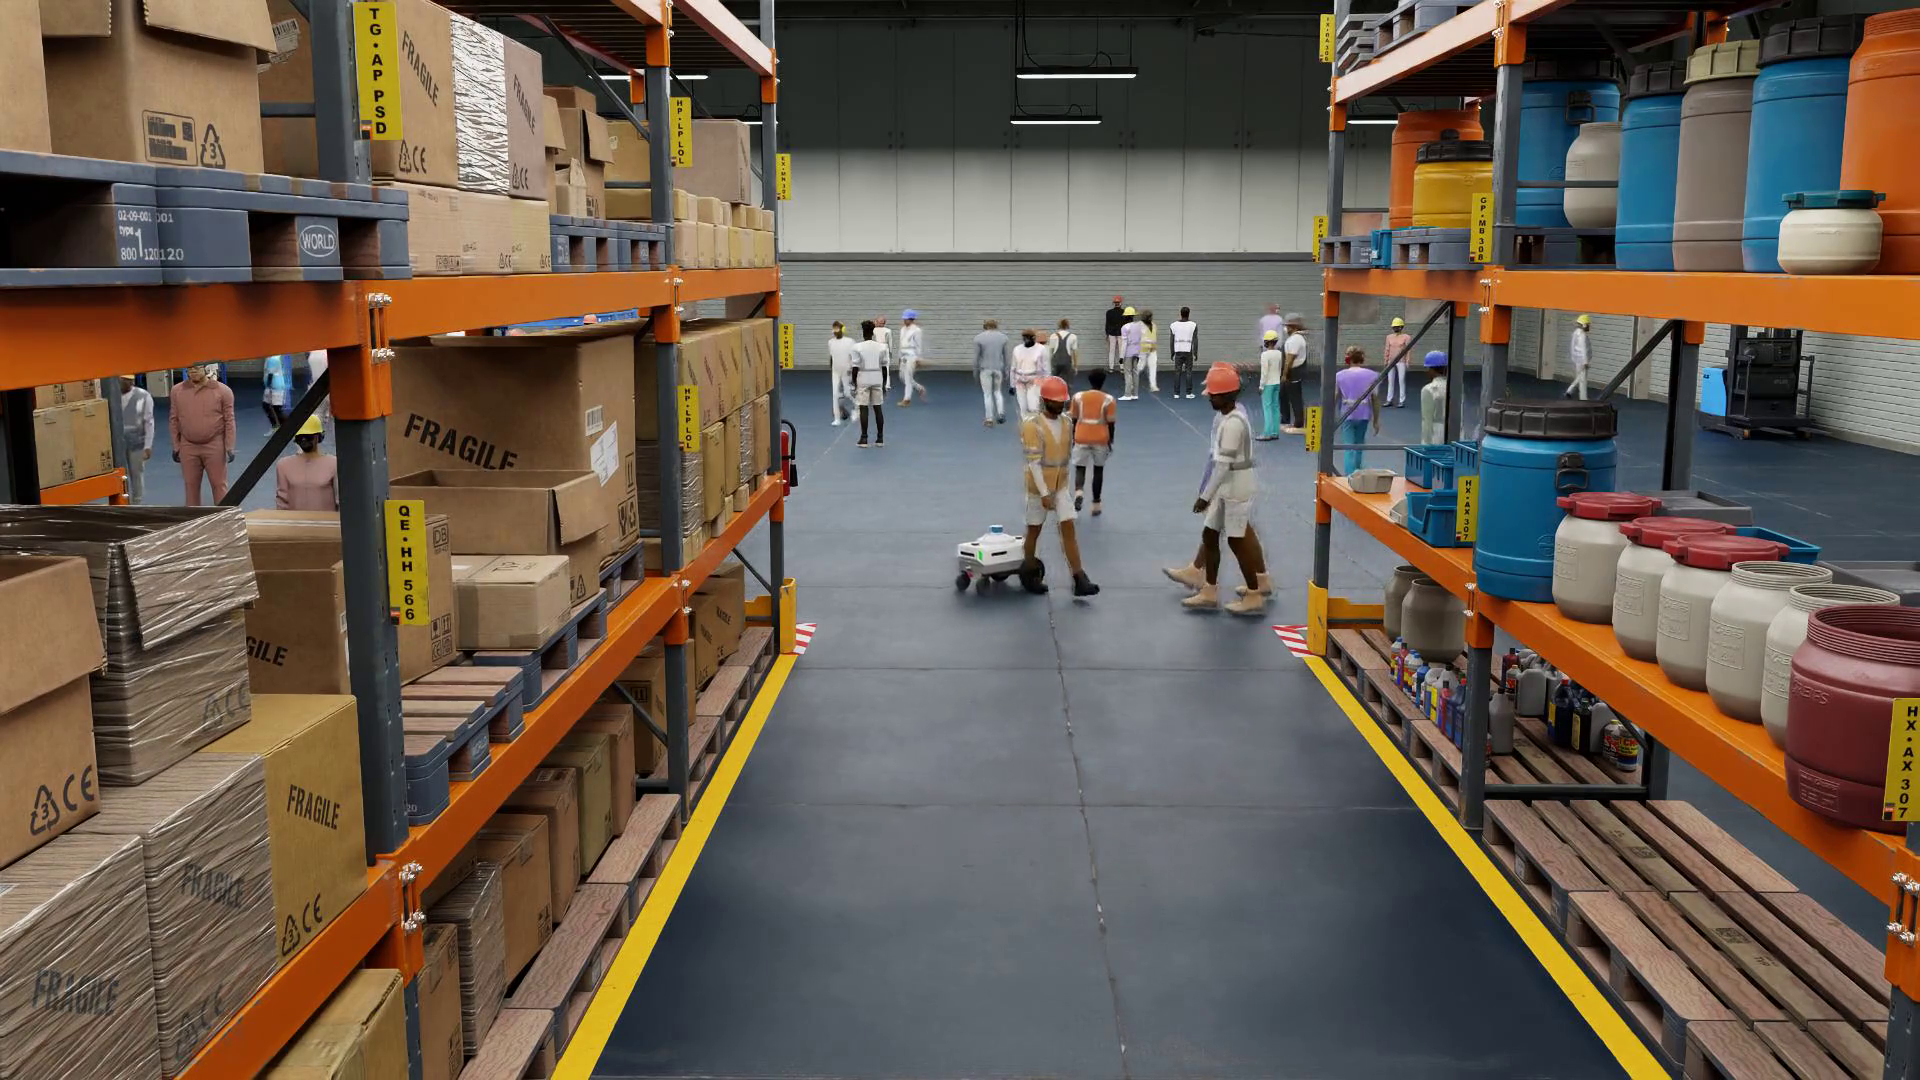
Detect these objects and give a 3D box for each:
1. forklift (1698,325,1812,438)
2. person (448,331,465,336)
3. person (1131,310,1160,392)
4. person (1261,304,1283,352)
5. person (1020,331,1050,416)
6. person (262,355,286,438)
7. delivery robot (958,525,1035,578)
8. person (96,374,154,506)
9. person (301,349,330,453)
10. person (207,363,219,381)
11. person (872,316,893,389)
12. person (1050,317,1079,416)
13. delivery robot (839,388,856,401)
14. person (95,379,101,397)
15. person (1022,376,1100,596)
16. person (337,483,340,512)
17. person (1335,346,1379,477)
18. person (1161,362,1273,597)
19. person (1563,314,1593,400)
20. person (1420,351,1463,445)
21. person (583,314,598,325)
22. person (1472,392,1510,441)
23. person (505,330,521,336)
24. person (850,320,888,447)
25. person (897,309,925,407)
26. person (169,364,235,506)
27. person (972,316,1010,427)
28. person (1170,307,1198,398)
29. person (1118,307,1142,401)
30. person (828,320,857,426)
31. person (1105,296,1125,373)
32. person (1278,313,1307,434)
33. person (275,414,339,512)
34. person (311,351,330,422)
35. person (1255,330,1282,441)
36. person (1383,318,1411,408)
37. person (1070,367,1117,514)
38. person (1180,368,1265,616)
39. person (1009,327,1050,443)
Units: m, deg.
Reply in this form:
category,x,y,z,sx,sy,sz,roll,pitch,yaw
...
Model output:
category,x,y,z,sx,sy,sz,roll,pitch,yaw
forklift,13.248,-3.165,27.620,1.129,2.768,1.873,0,9,1
person,-9.434,-3.364,31.602,0.612,1.914,0.426,-7,12,-36
person,4.117,-4.232,37.090,0.632,1.814,0.841,-6,11,-32
person,7.348,-4.605,39.110,0.664,1.887,0.443,8,13,41
person,1.498,-3.048,30.640,0.865,1.593,0.511,9,13,42
person,-11.099,-2.441,26.752,0.498,1.681,0.537,-4,10,-22
delivery robot,0.324,0.113,14.655,0.707,0.478,0.477,-8,13,-41
person,-9.177,-1.076,18.290,0.603,1.784,0.876,-4,10,-21
person,-9.286,-2.130,24.356,0.653,1.866,0.971,5,11,26
person,-13.391,-3.009,29.615,0.319,1.864,0.516,1,10,8
person,-1.775,-4.217,37.506,0.514,1.641,0.307,0,9,2
person,1.907,-3.231,31.038,0.626,1.826,0.456,1,10,7
delivery robot,-2.056,-2.706,30.765,0.335,0.223,0.698,-6,11,-30
person,-11.477,-1.726,21.744,0.497,1.914,0.604,5,11,26
person,0.811,-0.441,14.132,0.558,1.886,0.956,-6,11,-32
person,-4.097,0.075,11.604,0.501,1.706,0.641,0,9,-2
person,4.863,-1.494,20.686,0.601,1.807,0.896,0,9,-2
person,2.233,-0.508,14.202,1.023,1.995,0.636,3,10,18
person,12.461,-3.606,33.290,0.516,1.822,0.616,2,10,11
person,5.162,-1.108,18.119,0.631,1.892,1.000,-5,11,-30
person,-6.642,-3.108,29.970,0.552,1.935,0.374,4,10,23
person,4.126,-0.270,13.118,1.021,1.882,0.641,-1,10,-5
person,-6.081,-1.948,23.110,0.443,1.917,0.656,1,10,7
person,-1.414,-2.432,25.834,0.614,1.963,0.362,-4,10,-24
person,-0.975,-3.647,33.203,0.632,1.934,0.621,-6,11,-33
person,-7.868,-0.973,17.269,0.636,1.911,0.405,-2,10,-10
person,0.541,-2.947,29.060,0.649,1.918,0.432,-3,10,-19
person,4.733,-3.961,35.135,0.596,1.918,0.384,3,10,18
person,3.514,-3.856,34.481,0.369,1.926,0.594,9,13,43
person,-2.060,-2.964,29.388,0.524,1.846,0.682,3,10,18
person,4.093,-5.351,43.241,0.622,1.990,0.388,3,10,15
person,5.482,-2.777,27.808,0.690,2.000,0.700,2,10,11
person,-4.748,-0.059,12.223,0.522,1.768,0.312,-1,10,-9
person,-11.347,-3.133,29.947,0.613,1.995,0.390,-3,10,-15
person,4.972,-2.484,26.749,0.310,1.768,0.533,9,13,42
person,8.631,-3.506,32.871,0.533,1.767,0.326,8,12,39
person,1.498,-1.115,18.813,0.539,1.669,0.542,2,10,11
person,2.144,-0.383,13.433,0.734,2.005,0.623,0,9,1
person,1.086,-2.444,26.320,0.639,1.827,0.447,5,11,28
